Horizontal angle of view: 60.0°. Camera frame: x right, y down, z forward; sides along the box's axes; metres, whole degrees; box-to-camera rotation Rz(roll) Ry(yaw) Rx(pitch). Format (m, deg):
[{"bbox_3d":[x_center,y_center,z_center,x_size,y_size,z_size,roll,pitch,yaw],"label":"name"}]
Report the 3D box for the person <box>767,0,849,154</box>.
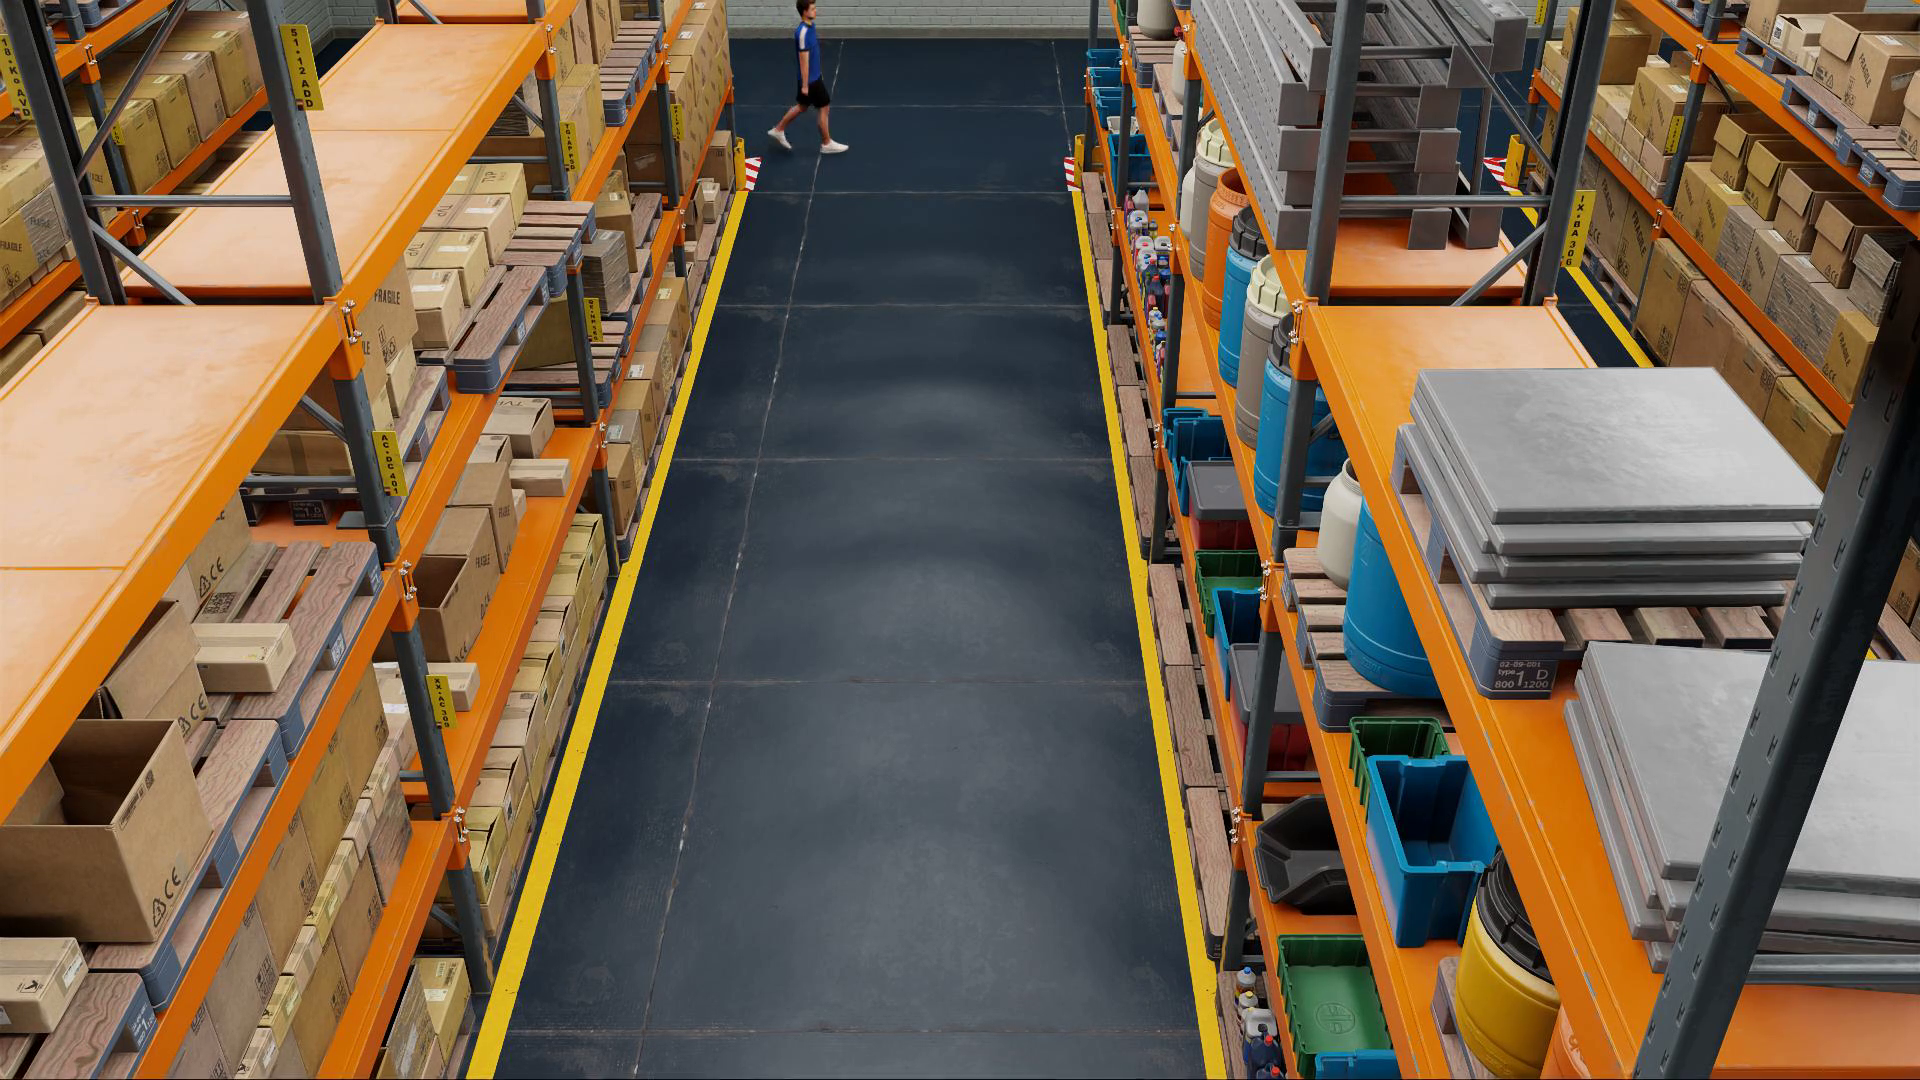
[{"bbox_3d":[-1.857,-5.416,19.433,0.722,1.833,1.122,-1,33,-2],"label":"person"}]
